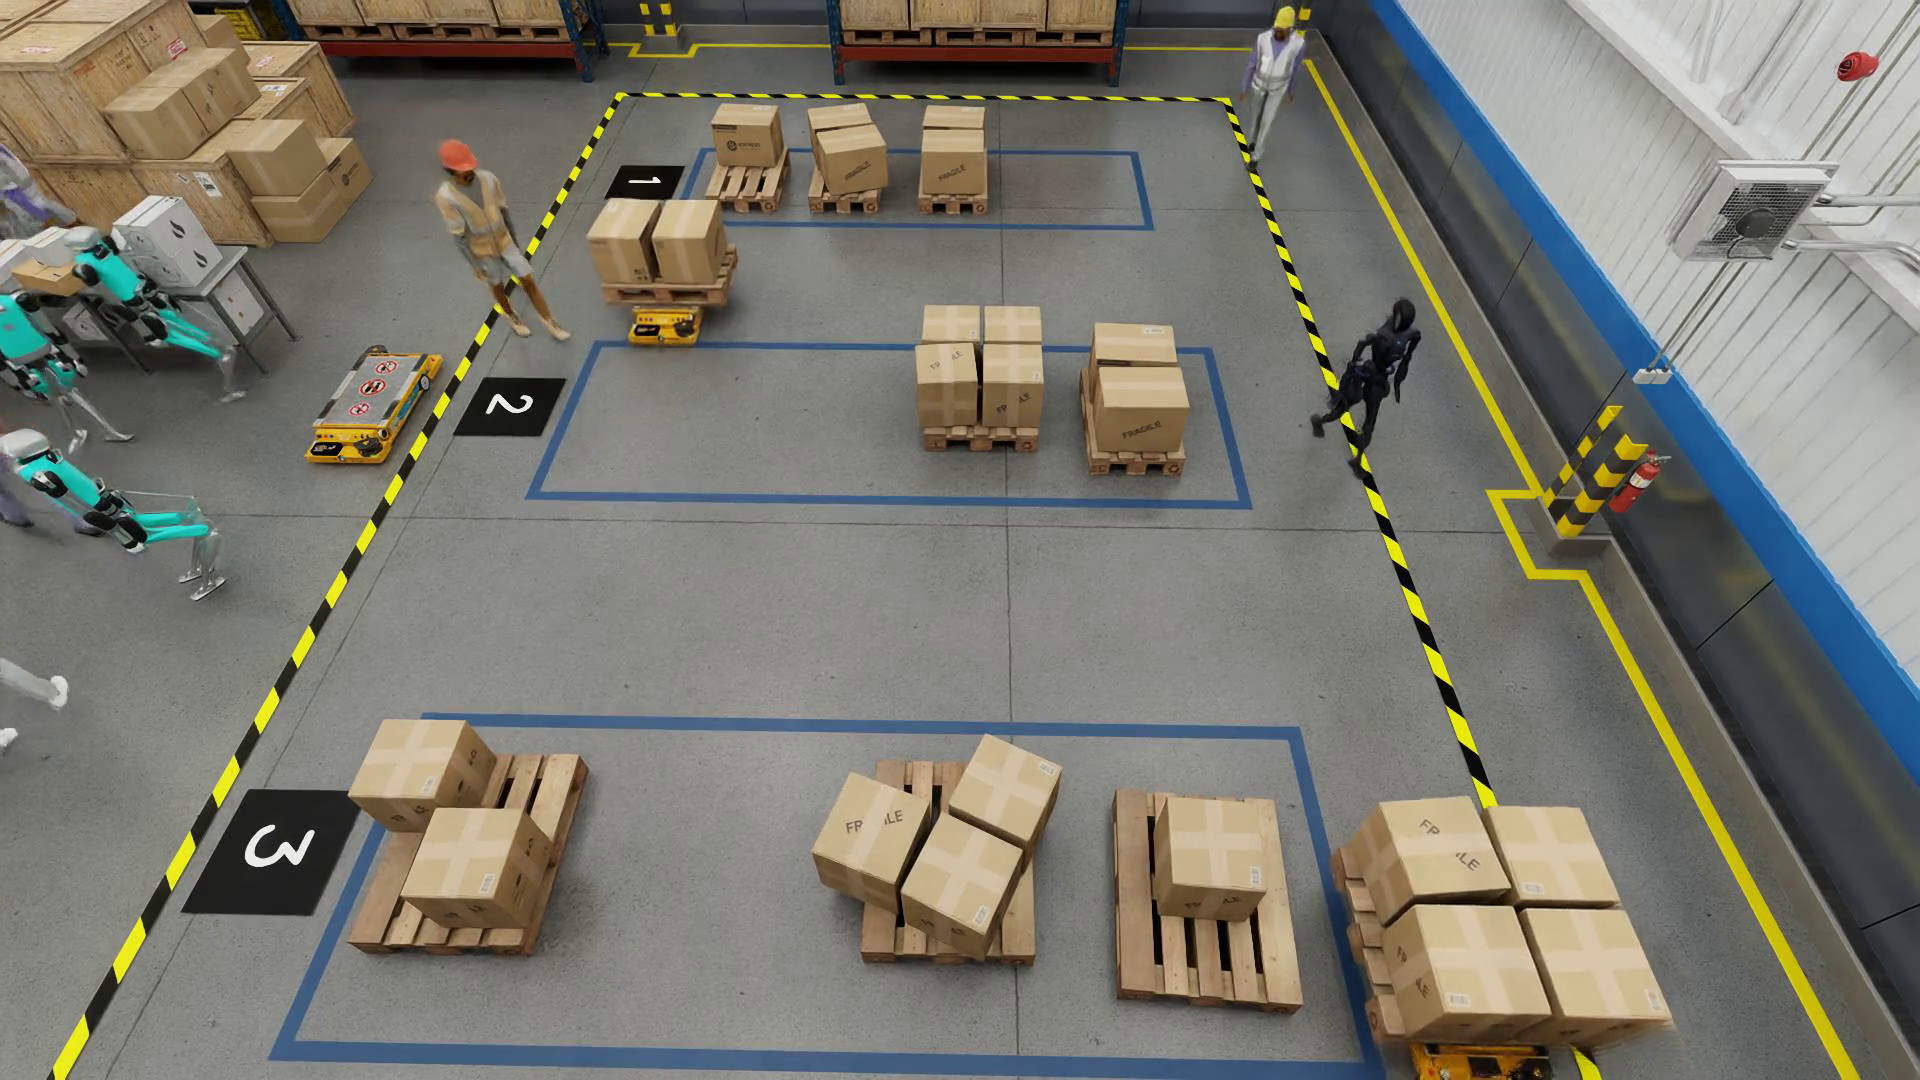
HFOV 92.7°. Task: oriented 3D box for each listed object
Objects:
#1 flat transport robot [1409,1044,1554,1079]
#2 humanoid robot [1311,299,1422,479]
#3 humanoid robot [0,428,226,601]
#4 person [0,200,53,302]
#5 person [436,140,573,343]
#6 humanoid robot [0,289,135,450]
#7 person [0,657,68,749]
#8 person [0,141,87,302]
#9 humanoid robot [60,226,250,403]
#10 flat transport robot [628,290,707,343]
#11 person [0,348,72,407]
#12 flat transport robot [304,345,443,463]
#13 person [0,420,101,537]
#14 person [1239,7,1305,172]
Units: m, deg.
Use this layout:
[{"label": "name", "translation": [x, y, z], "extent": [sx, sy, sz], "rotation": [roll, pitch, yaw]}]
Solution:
[{"label": "flat transport robot", "translation": [2.832, 2.383, 5.332], "extent": [0.652, 0.197, 1.431], "rotation": [1, 50, 1]}, {"label": "humanoid robot", "translation": [3.376, -1.321, 7.594], "extent": [0.606, 1.637, 0.766], "rotation": [-8, 50, -7]}, {"label": "humanoid robot", "translation": [-5.804, -0.240, 6.517], "extent": [0.735, 1.681, 0.533], "rotation": [-36, 59, -26]}, {"label": "person", "translation": [-9.615, -3.237, 9.034], "extent": [0.573, 1.907, 0.573], "rotation": [21, 53, 17]}, {"label": "person", "translation": [-4.247, -2.659, 8.482], "extent": [0.874, 2.013, 0.618], "rotation": [34, 57, 25]}, {"label": "humanoid robot", "translation": [-7.731, -1.486, 7.662], "extent": [0.892, 1.769, 0.578], "rotation": [30, 56, 23]}, {"label": "person", "translation": [-6.542, 0.714, 5.742], "extent": [0.578, 1.834, 0.569], "rotation": [-29, 56, -22]}, {"label": "person", "translation": [-9.280, -3.335, 9.062], "extent": [1.016, 1.994, 0.605], "rotation": [-21, 53, -17]}, {"label": "humanoid robot", "translation": [-6.849, -1.944, 8.050], "extent": [0.766, 1.780, 0.537], "rotation": [-8, 50, -7]}, {"label": "flat transport robot", "translation": [-2.951, -2.564, 9.519], "extent": [0.652, 0.197, 1.431], "rotation": [1, 50, 1]}, {"label": "person", "translation": [-8.773, -1.794, 7.879], "extent": [0.873, 1.807, 0.515], "rotation": [0, 50, 0]}, {"label": "flat transport robot", "translation": [-5.383, -1.269, 8.441], "extent": [0.659, 0.231, 1.431], "rotation": [1, 50, 1]}, {"label": "person", "translation": [-7.487, -0.662, 6.964], "extent": [0.899, 1.718, 0.548], "rotation": [13, 51, 11]}, {"label": "person", "translation": [3.675, -5.395, 10.932], "extent": [0.614, 1.786, 0.913], "rotation": [20, 53, 16]}]
